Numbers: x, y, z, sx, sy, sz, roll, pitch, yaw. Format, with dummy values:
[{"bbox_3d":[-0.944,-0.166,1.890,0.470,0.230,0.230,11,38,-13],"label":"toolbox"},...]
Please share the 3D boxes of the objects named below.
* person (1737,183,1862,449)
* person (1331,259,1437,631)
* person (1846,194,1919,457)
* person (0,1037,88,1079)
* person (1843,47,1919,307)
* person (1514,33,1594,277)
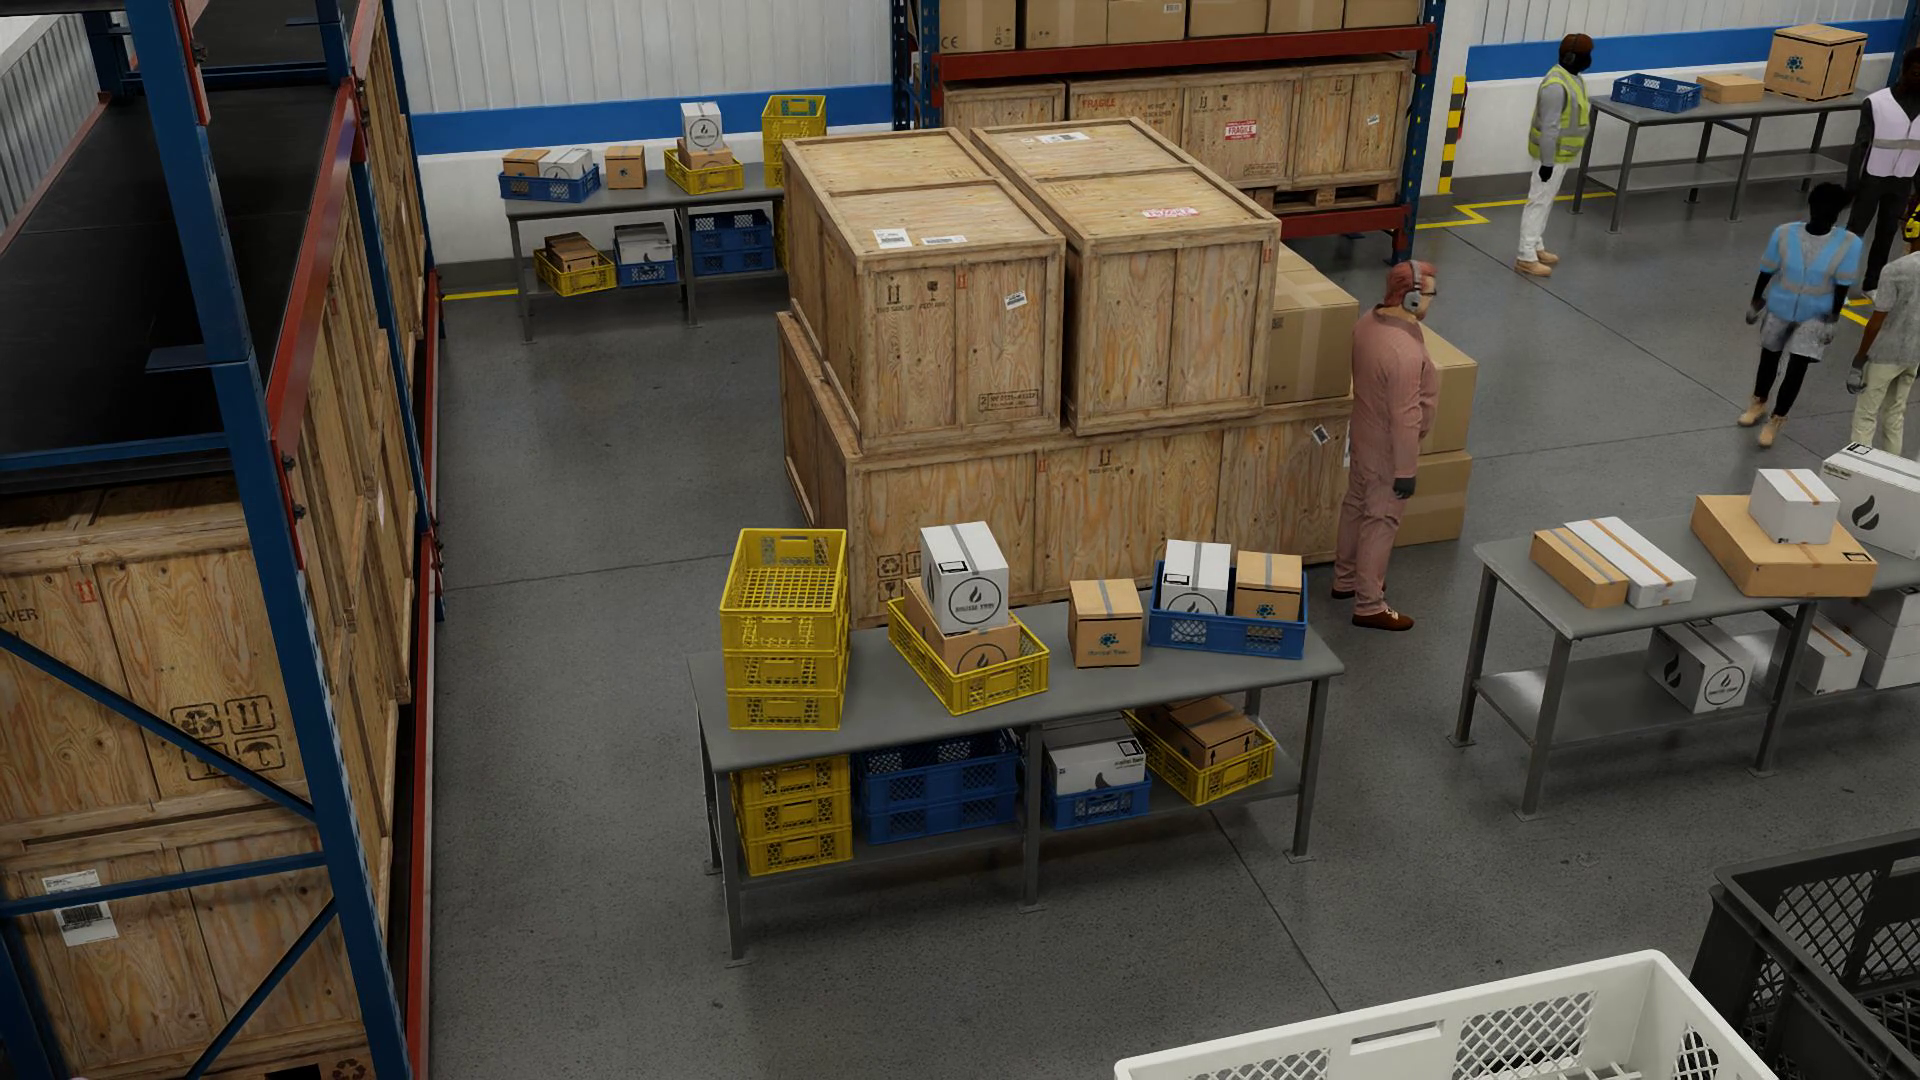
[{"bbox_3d":[5.089,-1.375,10.144,0.563,1.659,0.660,21,35,33],"label":"person"},{"bbox_3d":[2.132,-0.471,8.262,0.411,1.908,0.643,-4,29,-7],"label":"person"},{"bbox_3d":[5.203,-1.010,9.300,0.504,1.854,0.328,-8,30,-14],"label":"person"},{"bbox_3d":[-2.244,1.832,4.047,0.635,1.937,0.352,-8,30,-15],"label":"person"},{"bbox_3d":[6.814,-2.666,12.246,0.584,1.911,0.392,0,29,0],"label":"person"},{"bbox_3d":[4.627,-2.997,12.911,0.429,1.842,0.629,15,32,25],"label":"person"}]
